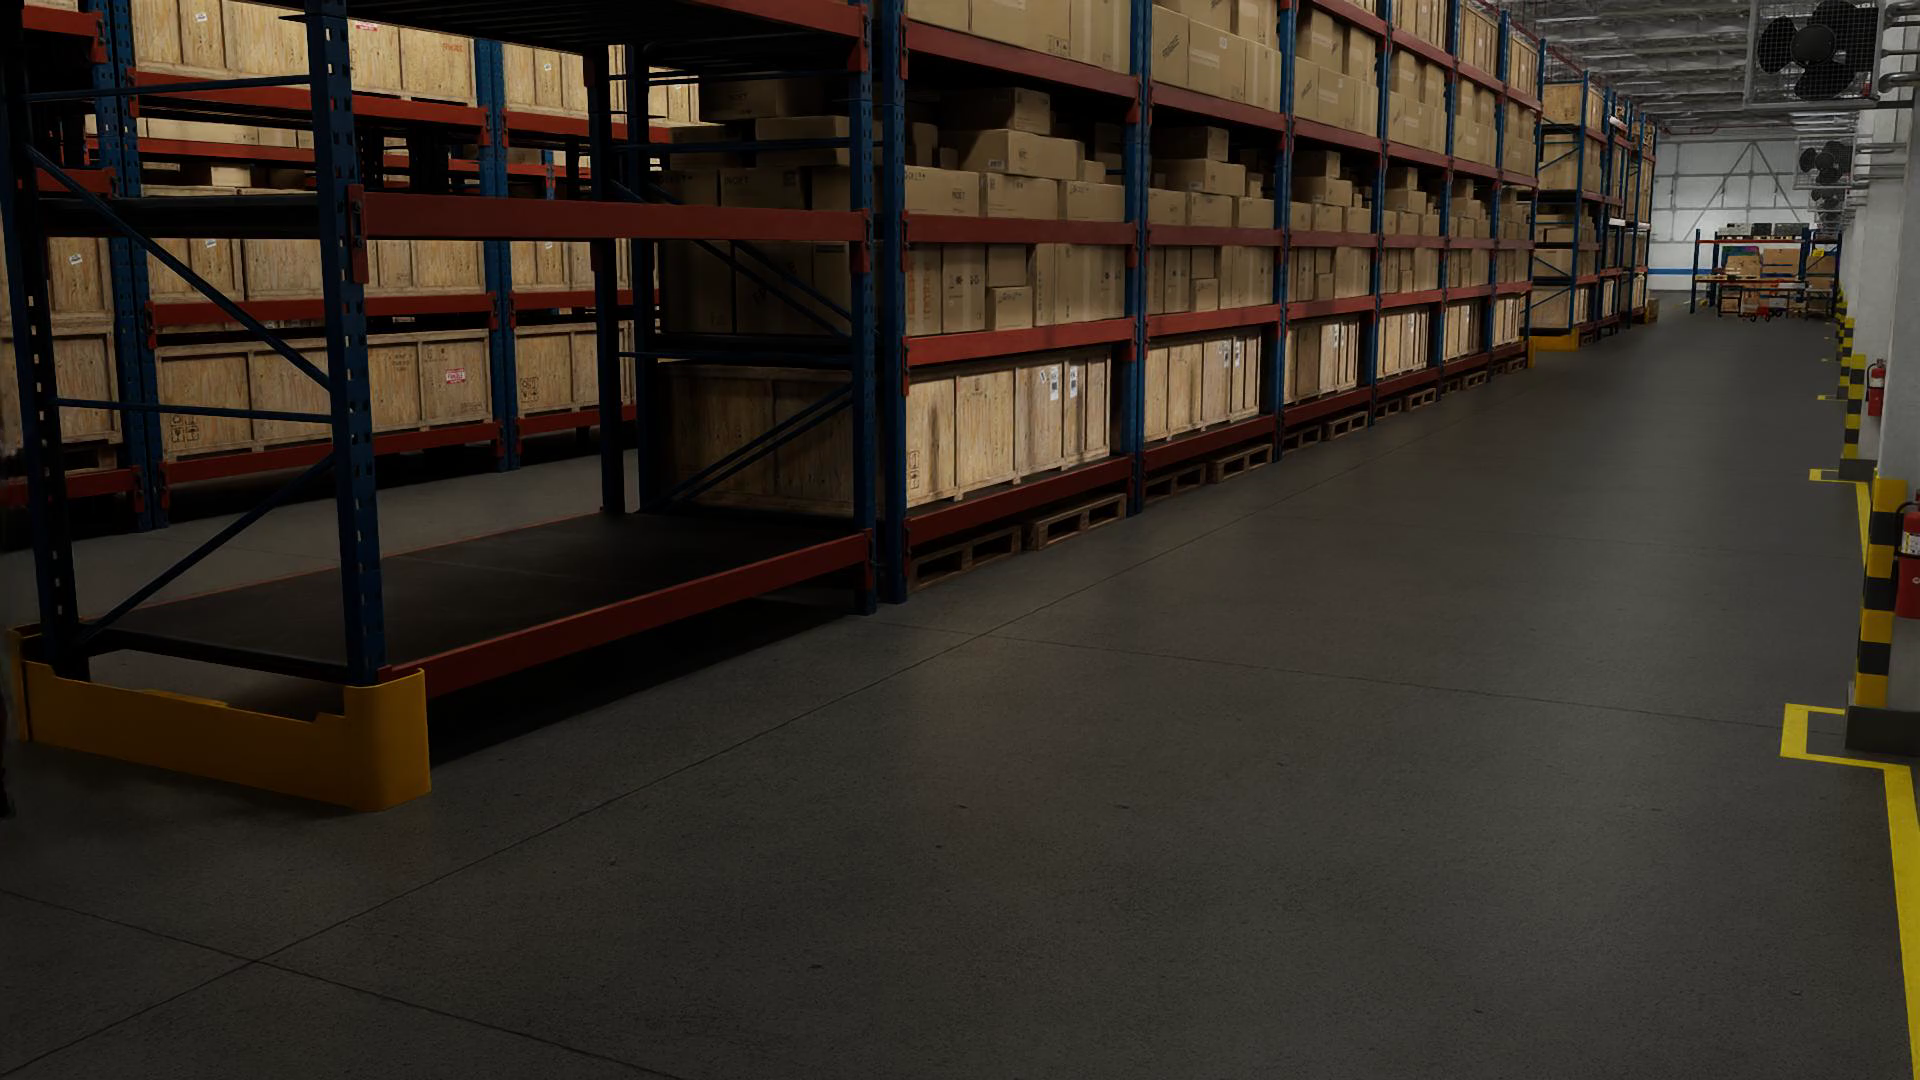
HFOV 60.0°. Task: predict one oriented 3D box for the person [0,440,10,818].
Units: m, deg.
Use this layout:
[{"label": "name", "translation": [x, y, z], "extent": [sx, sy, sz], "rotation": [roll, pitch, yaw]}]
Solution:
[{"label": "person", "translation": [-4.014, 0.124, 6.422], "extent": [0.770, 1.910, 0.584], "rotation": [4, 11, 23]}]
